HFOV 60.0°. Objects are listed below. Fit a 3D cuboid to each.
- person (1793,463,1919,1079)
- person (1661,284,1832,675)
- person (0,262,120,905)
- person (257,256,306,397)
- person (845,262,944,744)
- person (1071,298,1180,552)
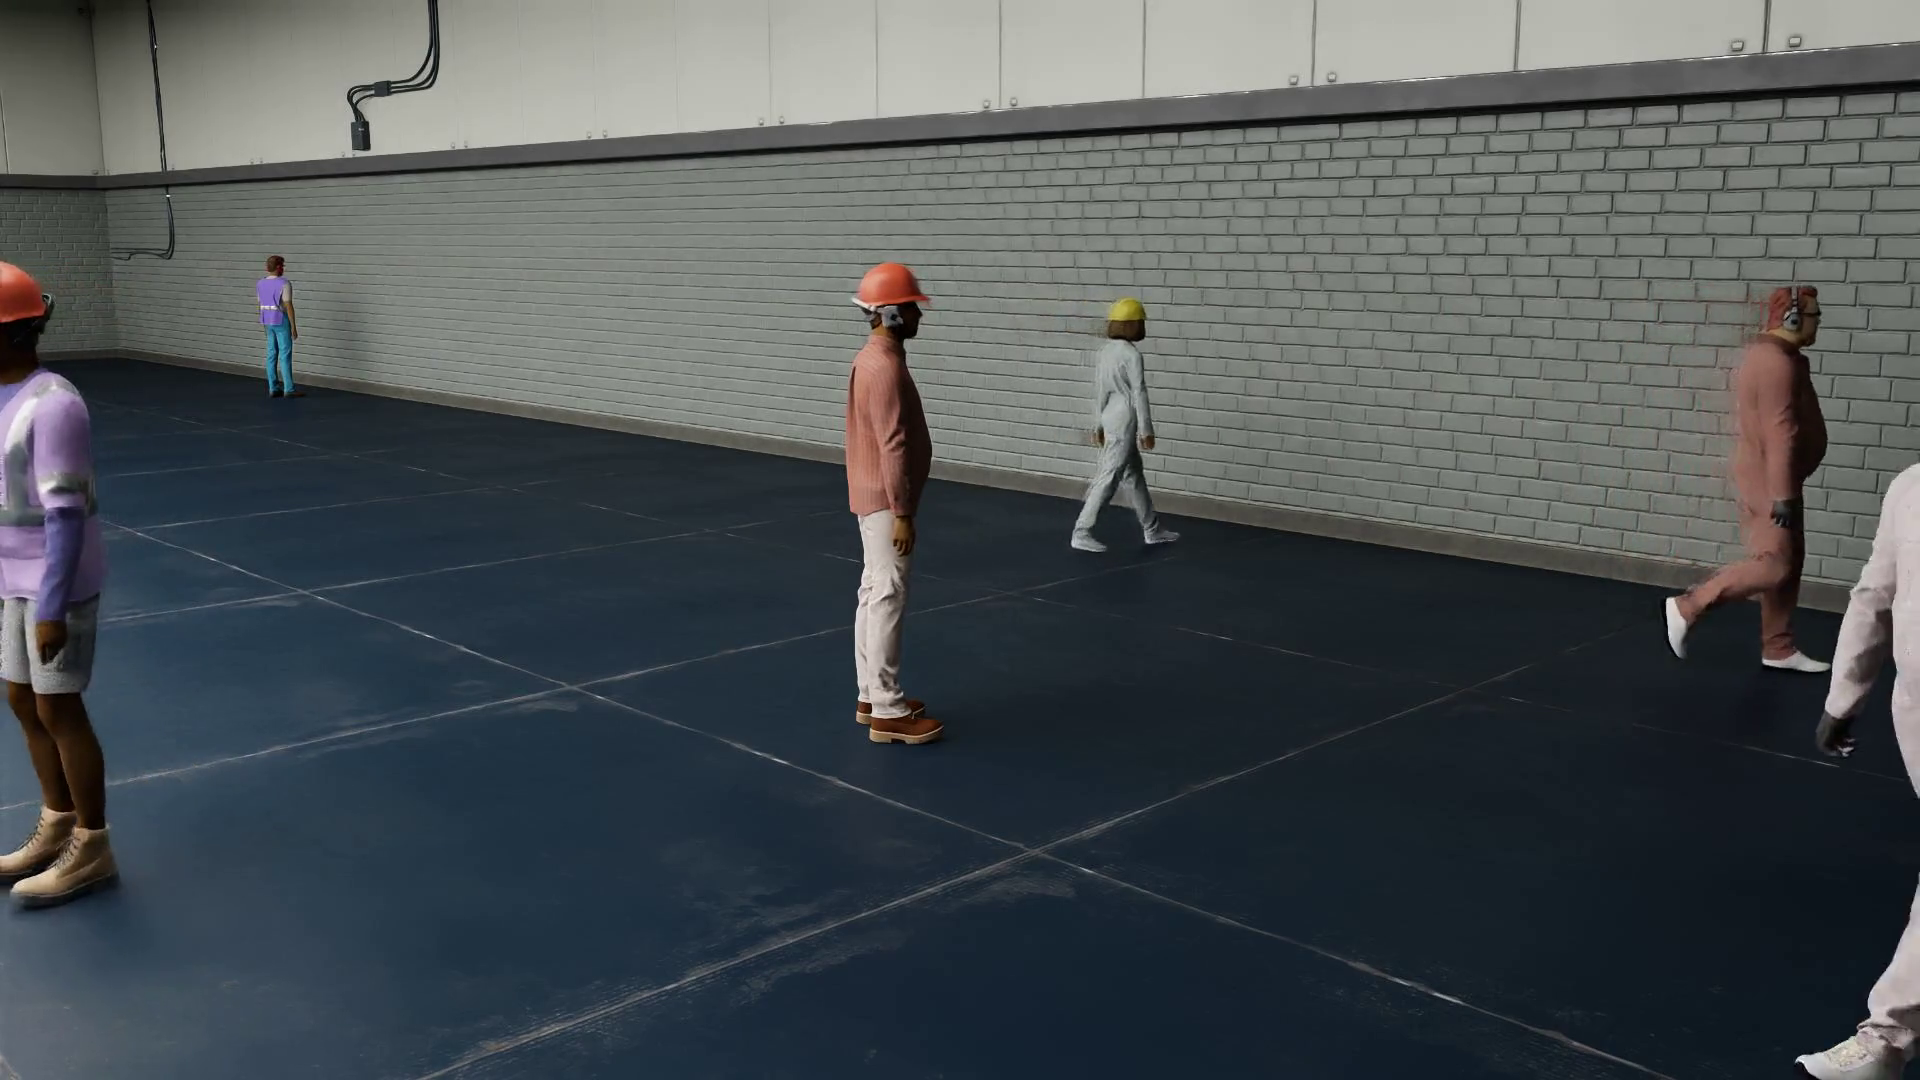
[{"bbox_3d":[2.489,0.439,4.149,1.015,1.849,0.674,-4,11,-19],"label":"person"},{"bbox_3d":[3.843,-0.282,7.984,0.709,1.885,0.654,5,11,24],"label":"person"},{"bbox_3d":[-2.965,0.138,5.305,0.426,2.030,0.624,-10,14,-44],"label":"person"},{"bbox_3d":[-8.952,-2.798,21.825,0.564,1.843,0.389,5,11,23],"label":"person"},{"bbox_3d":[-0.292,-0.161,7.024,0.375,1.997,0.611,-2,11,-12],"label":"person"},{"bbox_3d":[1.115,-0.776,11.209,0.879,1.695,0.497,-3,11,-17],"label":"person"}]
